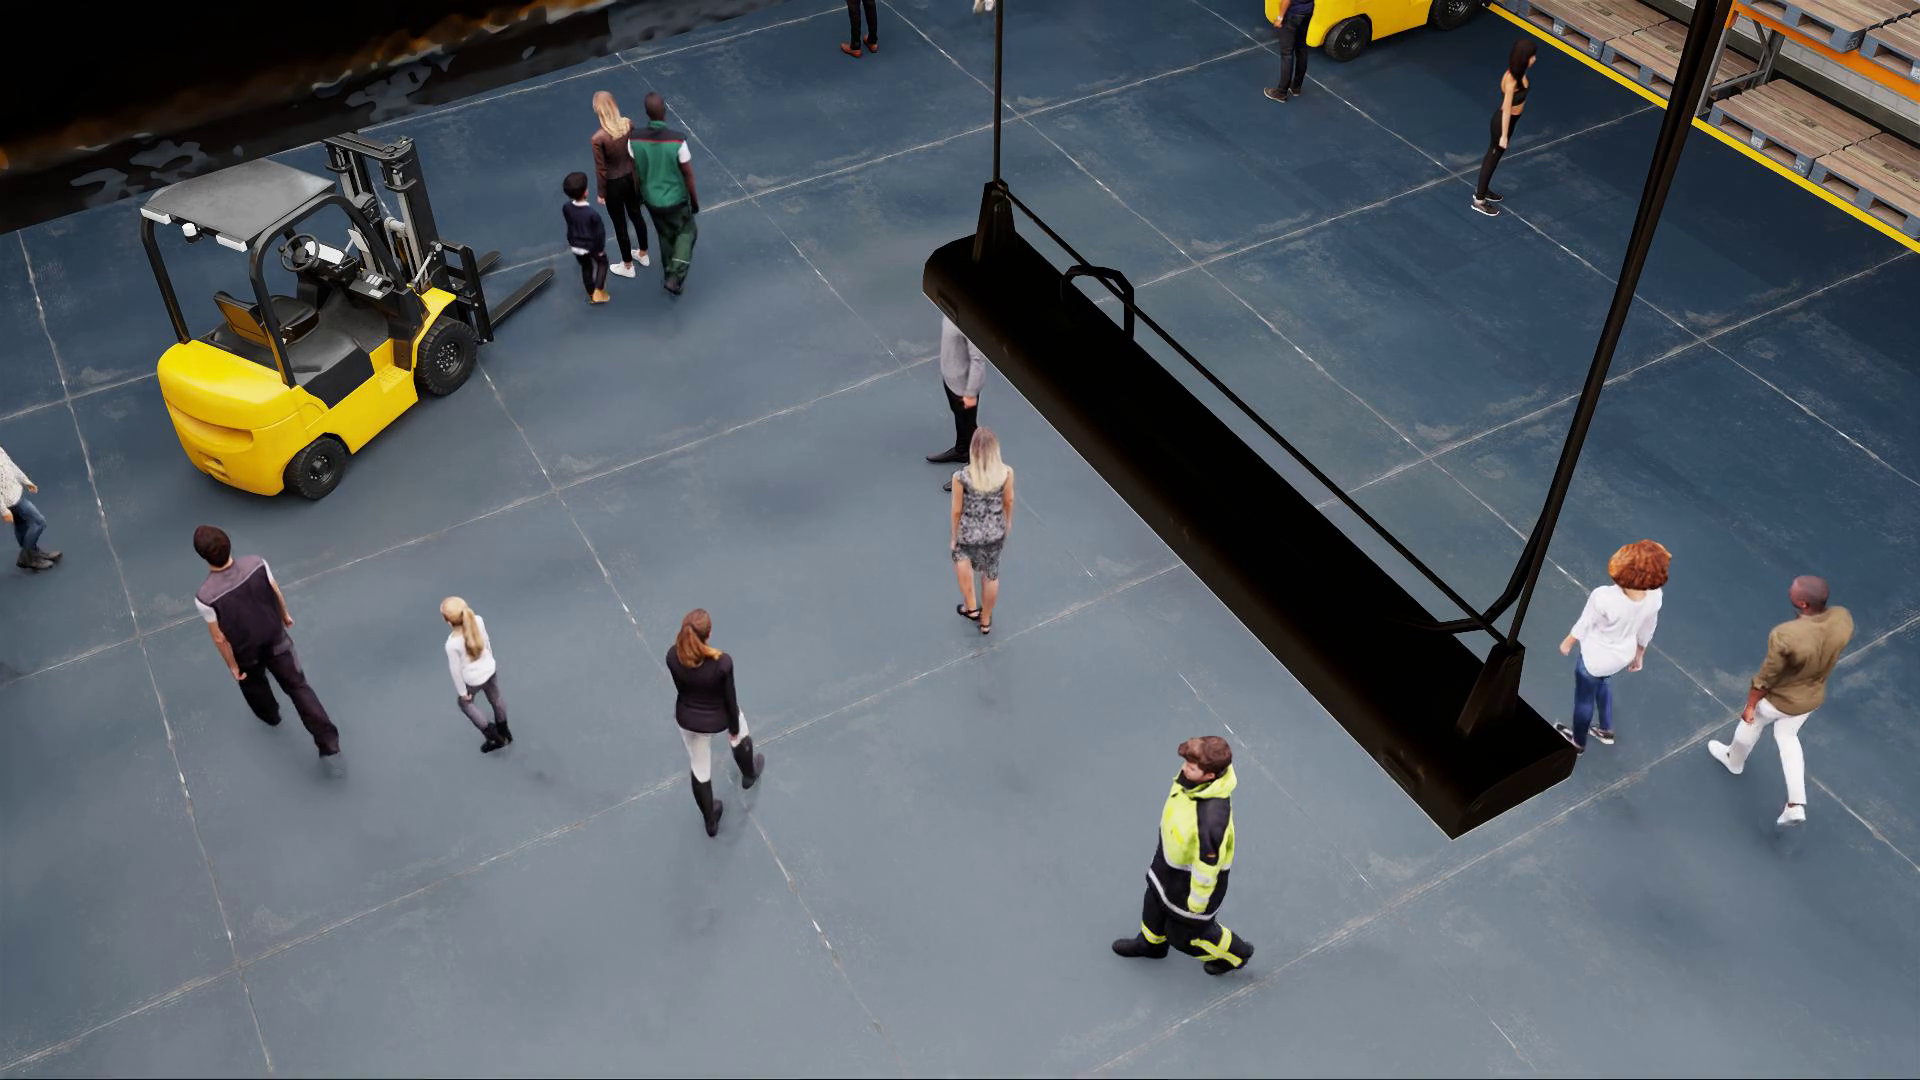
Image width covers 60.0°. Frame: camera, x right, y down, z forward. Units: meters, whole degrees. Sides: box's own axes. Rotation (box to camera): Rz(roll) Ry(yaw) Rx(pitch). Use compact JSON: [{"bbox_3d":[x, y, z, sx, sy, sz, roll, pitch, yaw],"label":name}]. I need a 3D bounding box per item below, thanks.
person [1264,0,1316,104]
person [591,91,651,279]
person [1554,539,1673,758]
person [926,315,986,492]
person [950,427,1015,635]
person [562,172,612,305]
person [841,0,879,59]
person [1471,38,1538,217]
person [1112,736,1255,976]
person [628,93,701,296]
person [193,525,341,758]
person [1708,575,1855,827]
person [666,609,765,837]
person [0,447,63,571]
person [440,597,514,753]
[{"bbox_3d":[3.300,-5.157,16.248,0.668,1.793,0.571,-29,51,-27],"label":"person"},{"bbox_3d":[-2.876,-3.011,14.059,0.653,1.705,0.674,26,49,24],"label":"person"},{"bbox_3d":[3.983,0.742,10.126,0.692,1.696,0.713,-11,45,-12],"label":"person"},{"bbox_3d":[0.027,-1.208,12.009,0.855,1.922,0.630,-13,45,-13],"label":"person"},{"bbox_3d":[0.150,0.022,10.889,0.675,1.687,0.703,-7,44,-8],"label":"person"},{"bbox_3d":[-3.137,-2.471,13.846,0.598,1.217,0.662,12,45,12],"label":"person"},{"bbox_3d":[-1.036,-5.843,16.903,0.722,1.883,0.574,-27,50,-25],"label":"person"},{"bbox_3d":[4.845,-3.710,14.838,0.660,1.644,0.621,16,46,16],"label":"person"},{"bbox_3d":[1.310,1.725,8.897,1.115,1.968,1.117,-1,44,-1],"label":"person"},{"bbox_3d":[-2.437,-2.774,13.727,0.953,1.820,1.012,6,44,6],"label":"person"},{"bbox_3d":[-4.230,0.651,10.134,1.242,1.817,0.884,34,53,31],"label":"person"},{"bbox_3d":[4.939,0.975,9.822,0.924,1.779,1.164,-6,44,-6],"label":"person"},{"bbox_3d":[-1.501,1.126,9.713,0.847,1.710,0.948,4,44,4],"label":"person"},{"bbox_3d":[-6.603,-0.258,11.457,0.513,1.309,0.471,-20,47,-20],"label":"person"},{"bbox_3d":[-2.946,0.852,10.319,0.633,1.270,0.586,26,49,24],"label":"person"}]
